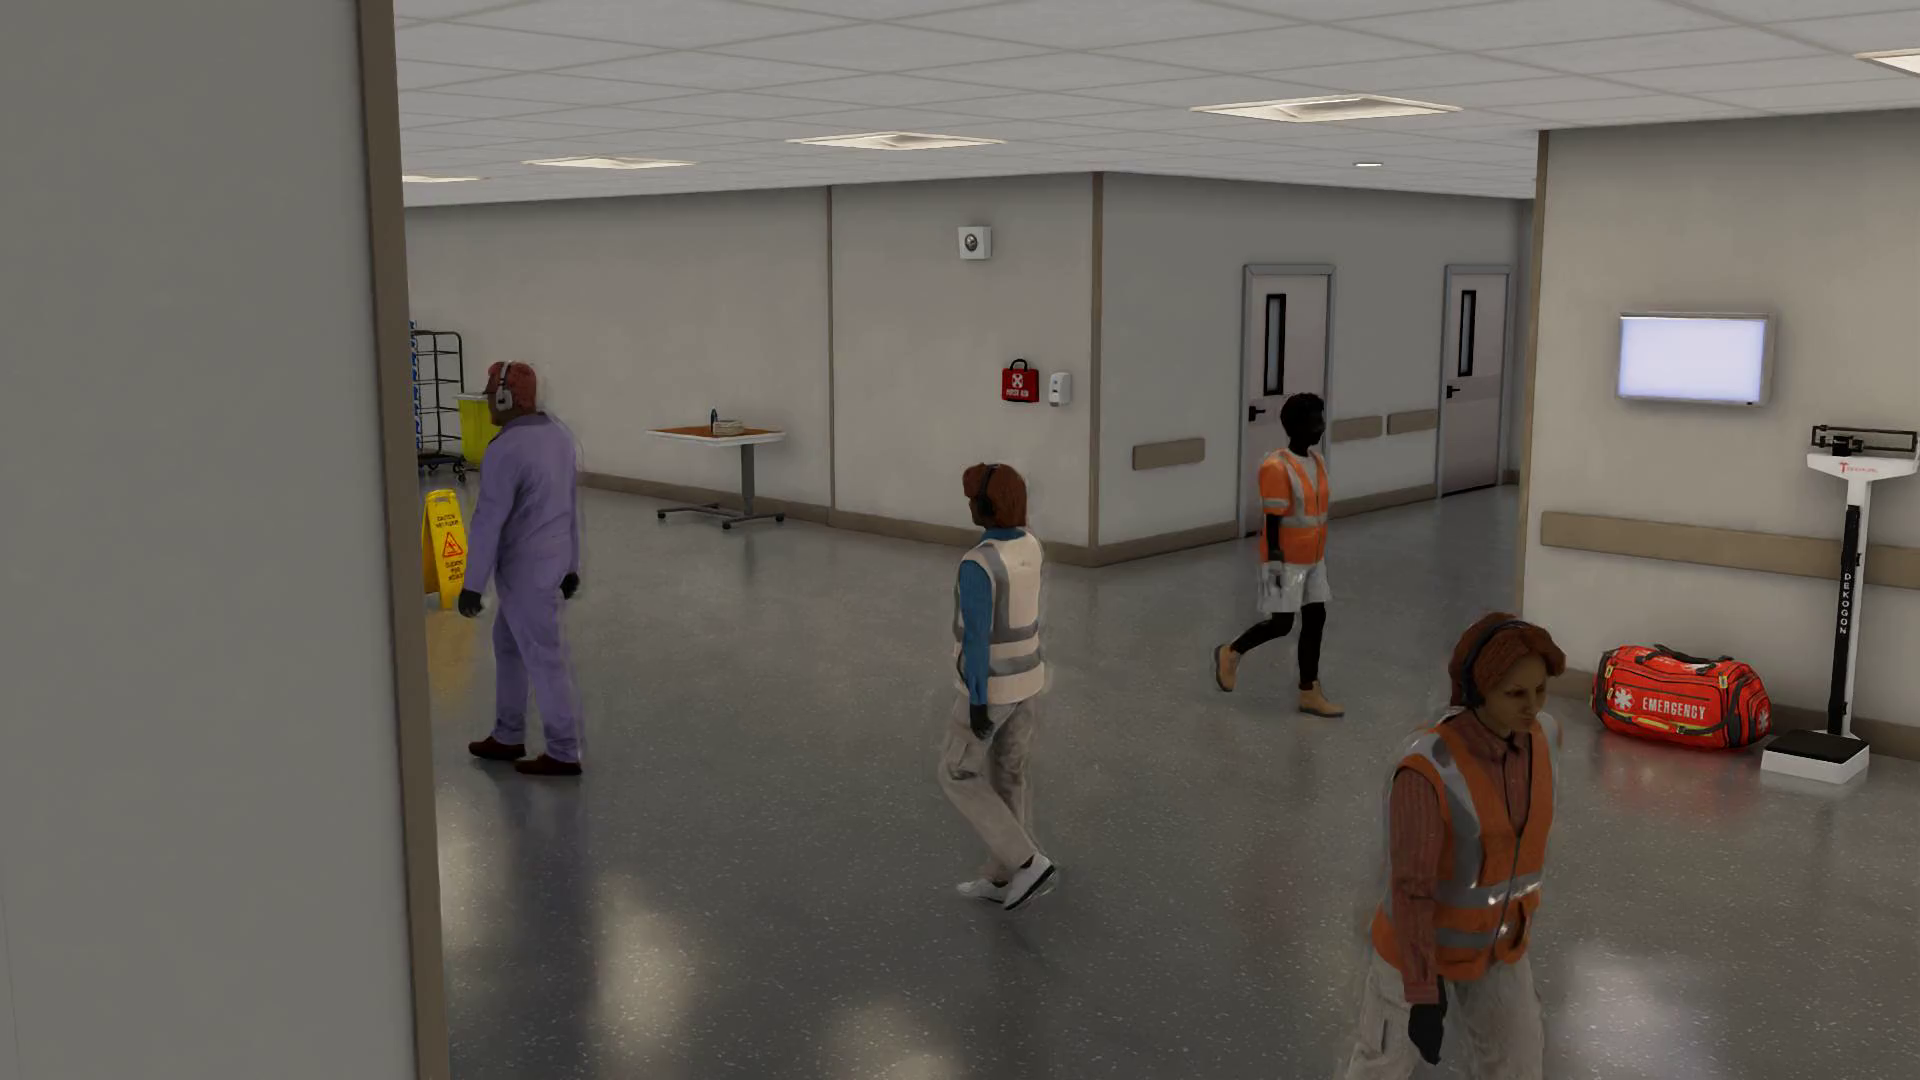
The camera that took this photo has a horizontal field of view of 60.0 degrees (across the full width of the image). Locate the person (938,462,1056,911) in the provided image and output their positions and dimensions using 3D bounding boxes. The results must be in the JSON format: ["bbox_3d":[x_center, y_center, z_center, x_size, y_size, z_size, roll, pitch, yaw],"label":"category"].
[{"bbox_3d":[0.150,0.533,5.912,0.411,1.628,0.519,6,11,33],"label":"person"}]

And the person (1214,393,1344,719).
[{"bbox_3d":[1.669,0.069,8.577,0.542,1.679,0.629,-9,13,-43],"label":"person"}]

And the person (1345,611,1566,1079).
[{"bbox_3d":[1.113,0.921,3.660,0.523,1.571,0.893,-5,10,-28],"label":"person"}]

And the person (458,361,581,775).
[{"bbox_3d":[-2.068,0.138,7.537,0.776,1.878,0.671,2,9,10],"label":"person"}]
